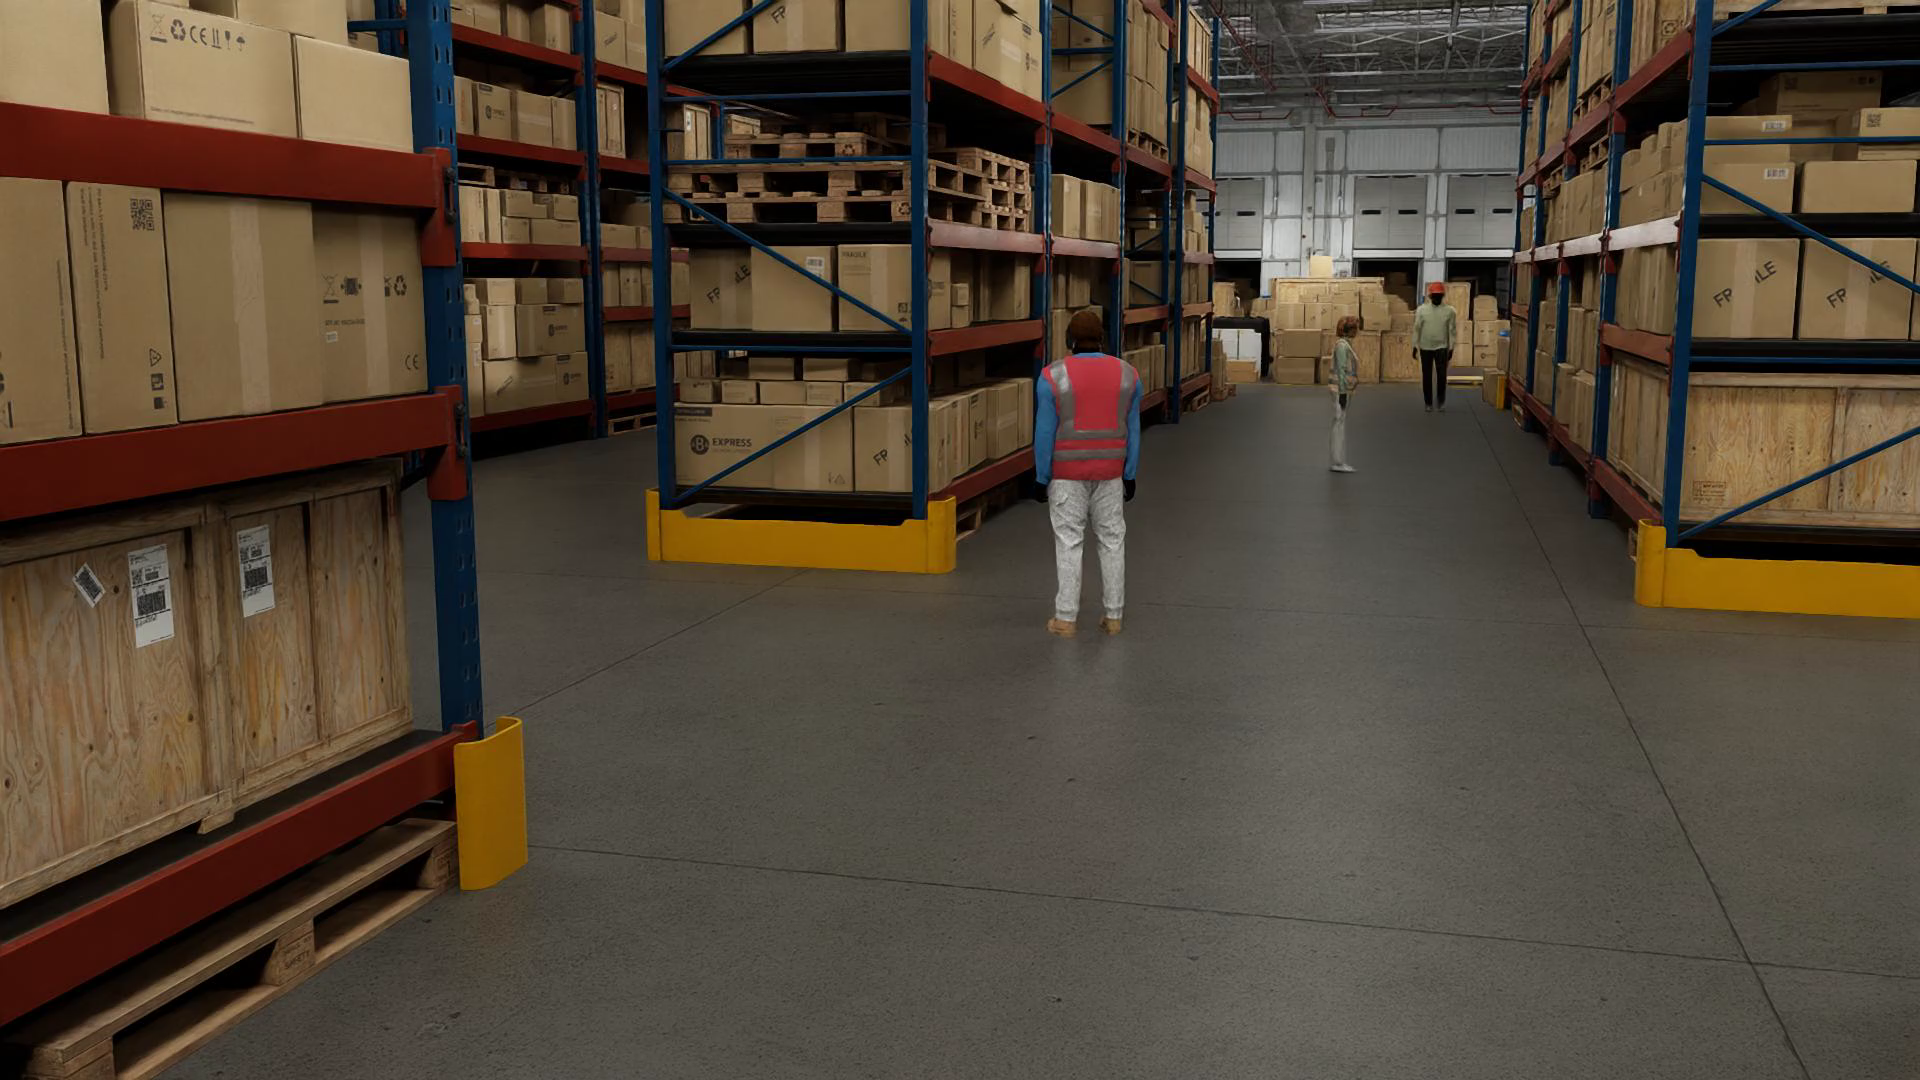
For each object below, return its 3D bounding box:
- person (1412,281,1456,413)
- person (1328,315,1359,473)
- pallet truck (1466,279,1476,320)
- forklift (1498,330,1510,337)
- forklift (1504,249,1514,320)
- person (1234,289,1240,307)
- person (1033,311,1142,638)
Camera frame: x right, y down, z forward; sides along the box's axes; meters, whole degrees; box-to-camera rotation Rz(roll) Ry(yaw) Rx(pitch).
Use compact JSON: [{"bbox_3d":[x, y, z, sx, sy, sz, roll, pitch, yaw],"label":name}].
[{"bbox_3d":[7.116,-2.890,24.999,0.630,1.965,0.779,3,9,16],"label":"person"},{"bbox_3d":[4.013,-1.530,17.431,0.310,1.636,0.523,2,9,15],"label":"person"},{"bbox_3d":[18.896,-8.459,60.307,1.885,1.965,0.823,5,10,31],"label":"pallet truck"},{"bbox_3d":[10.330,-3.936,28.776,1.873,2.768,1.129,2,9,15],"label":"forklift"},{"bbox_3d":[15.538,-6.564,45.477,1.129,2.768,1.873,2,9,11],"label":"forklift"},{"bbox_3d":[9.466,-7.781,57.146,0.309,1.636,0.526,4,10,23],"label":"person"},{"bbox_3d":[0.708,-0.368,9.410,0.633,1.839,0.429,-2,9,-15],"label":"person"}]
